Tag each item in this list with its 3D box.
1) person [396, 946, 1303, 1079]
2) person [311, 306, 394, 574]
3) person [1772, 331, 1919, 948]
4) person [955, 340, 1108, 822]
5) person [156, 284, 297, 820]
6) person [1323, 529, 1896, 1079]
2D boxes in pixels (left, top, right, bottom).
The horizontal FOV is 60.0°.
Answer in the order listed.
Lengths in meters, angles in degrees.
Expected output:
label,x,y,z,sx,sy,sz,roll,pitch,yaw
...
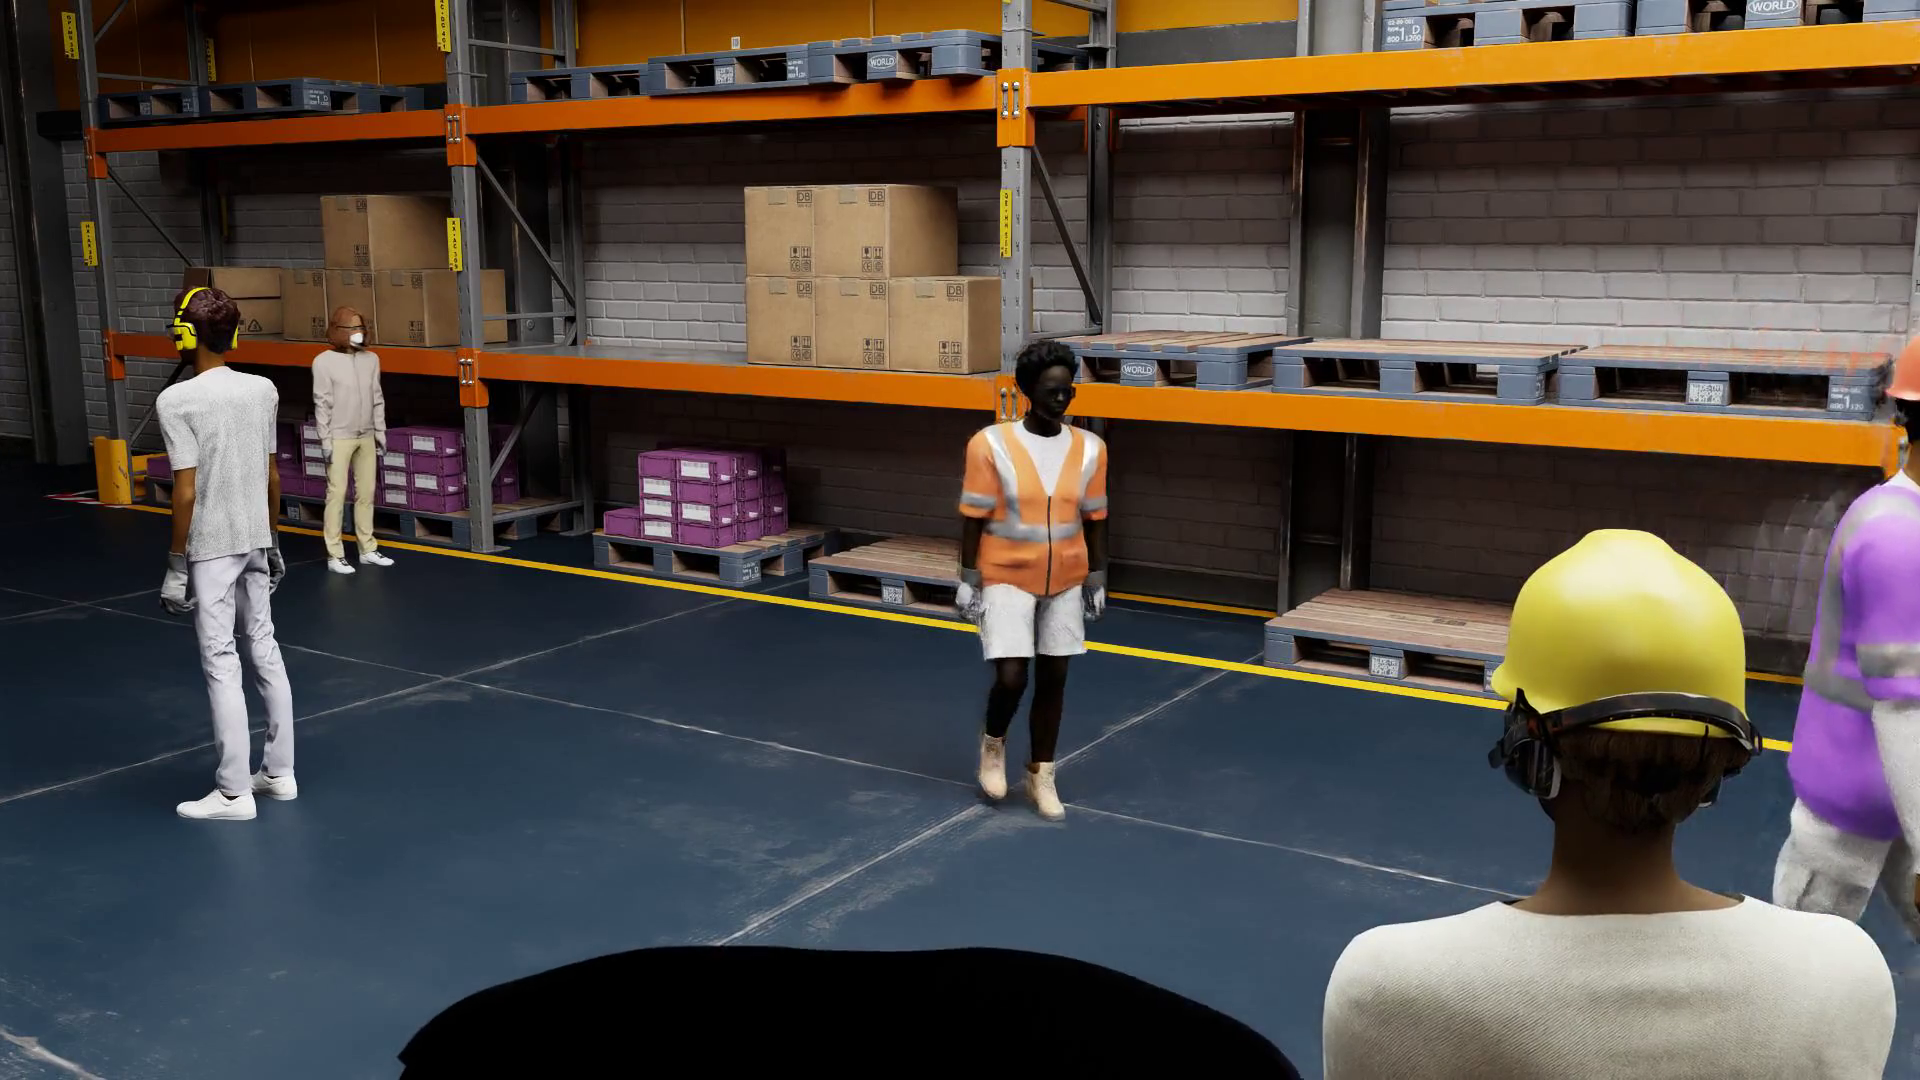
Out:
label,x,y,z,sx,sy,sz,roll,pitch,yaw
person,-0.074,0.892,1.044,0.587,1.915,0.395,0,10,-2
person,-3.722,-0.611,10.174,0.284,1.626,0.504,5,12,28
person,1.893,0.498,3.292,0.990,1.881,0.567,9,13,40
person,0.260,0.150,5.755,0.561,1.683,0.363,-4,11,-19
person,-2.584,0.051,5.826,0.328,1.872,0.514,4,11,19
person,0.577,0.867,1.590,0.525,1.769,0.315,-1,10,-5
